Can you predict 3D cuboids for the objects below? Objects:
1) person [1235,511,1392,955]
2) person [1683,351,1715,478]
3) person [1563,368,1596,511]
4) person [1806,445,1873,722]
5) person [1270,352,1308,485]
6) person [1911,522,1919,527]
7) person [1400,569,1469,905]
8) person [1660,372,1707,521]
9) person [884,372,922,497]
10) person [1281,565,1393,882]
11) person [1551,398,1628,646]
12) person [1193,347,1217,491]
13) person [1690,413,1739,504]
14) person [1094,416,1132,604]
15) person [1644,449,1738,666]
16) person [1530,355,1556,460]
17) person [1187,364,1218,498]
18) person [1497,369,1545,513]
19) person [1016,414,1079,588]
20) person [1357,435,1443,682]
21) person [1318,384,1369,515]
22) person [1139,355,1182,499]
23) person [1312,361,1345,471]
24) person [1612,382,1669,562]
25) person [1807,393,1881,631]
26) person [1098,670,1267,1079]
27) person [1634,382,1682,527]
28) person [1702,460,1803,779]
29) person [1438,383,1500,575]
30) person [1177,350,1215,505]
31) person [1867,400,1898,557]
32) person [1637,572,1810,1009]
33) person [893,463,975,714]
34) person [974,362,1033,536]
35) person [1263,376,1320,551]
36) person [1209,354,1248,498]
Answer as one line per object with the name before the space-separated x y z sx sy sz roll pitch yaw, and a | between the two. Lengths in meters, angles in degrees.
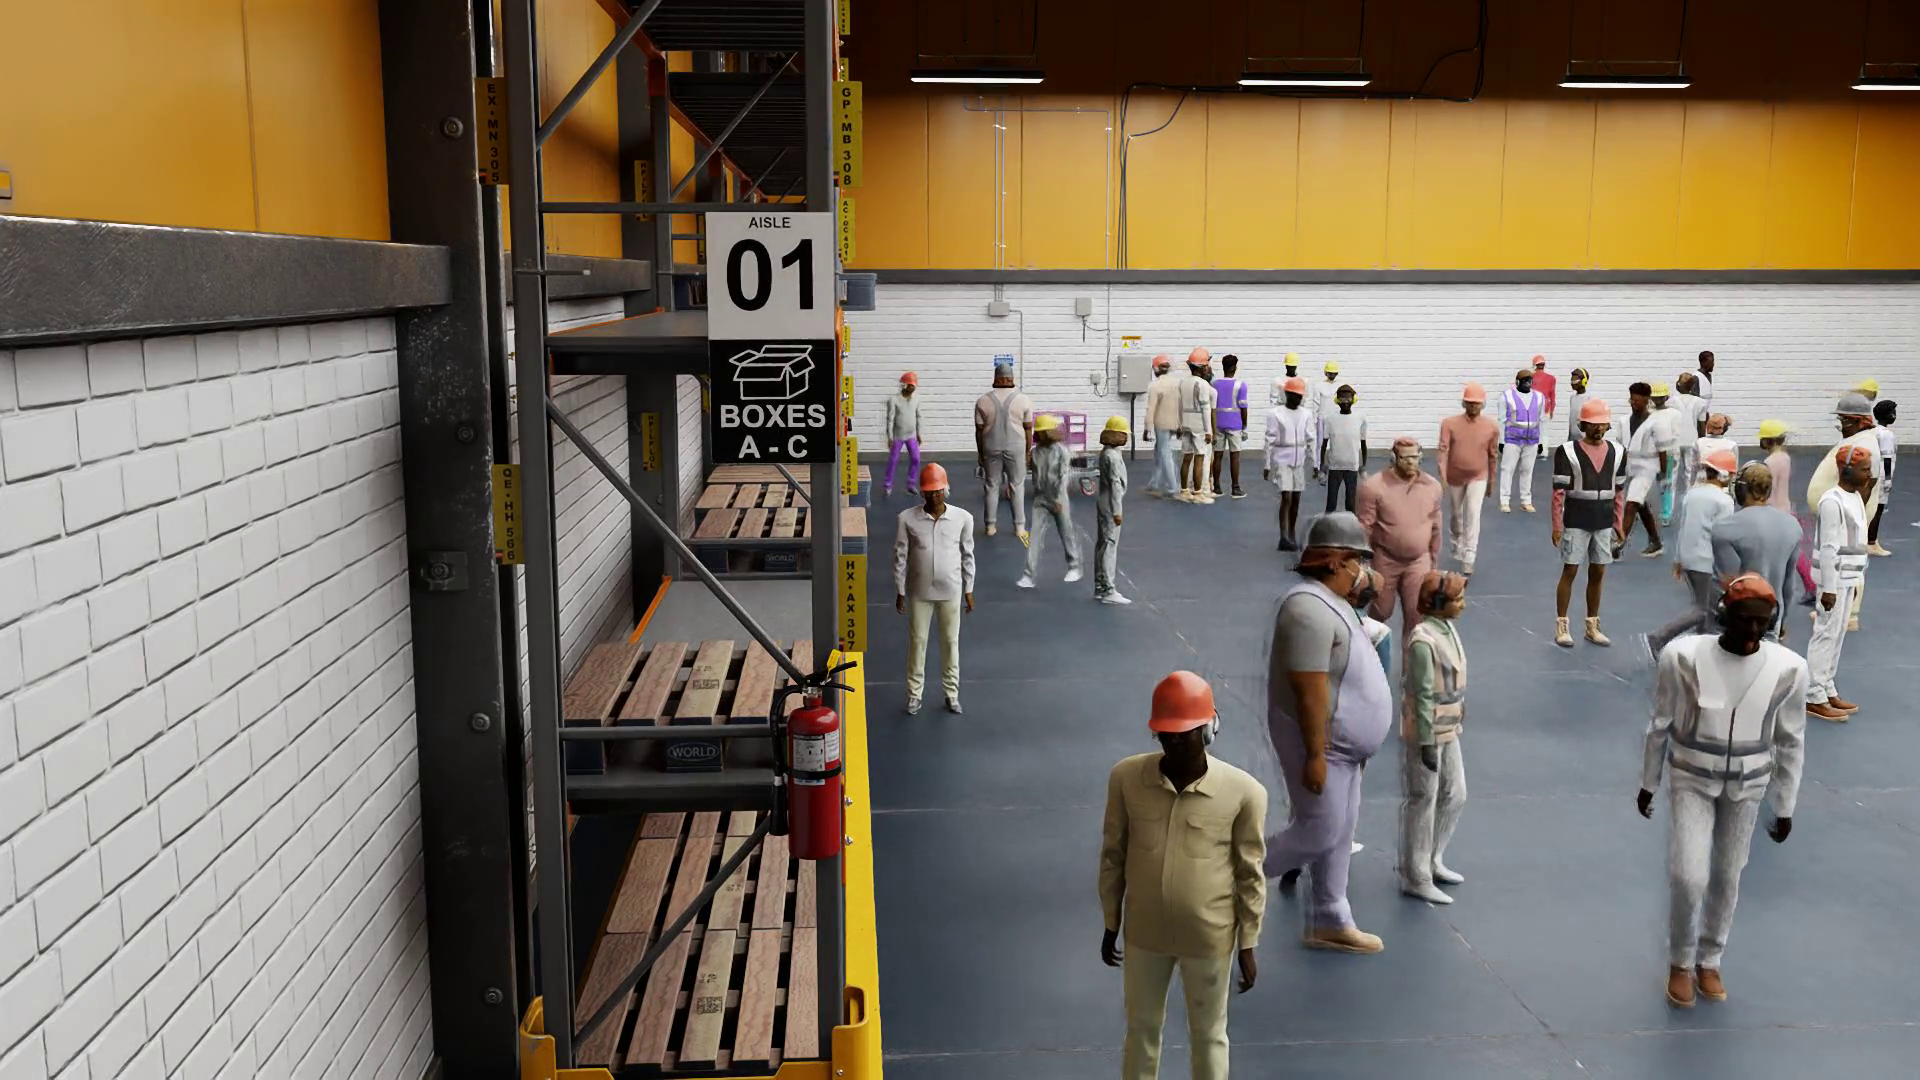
person | 1.548 0.845 7.412 0.729 2.000 0.704 3 10 21
person | 11.026 -1.866 24.814 0.396 1.919 0.590 9 12 43
person | 7.891 -1.254 21.177 0.330 1.861 0.500 -2 9 -14
person | 6.027 0.286 11.404 0.340 1.883 0.585 8 12 41
person | 4.780 -1.760 24.128 0.594 1.922 0.375 -2 9 -14
person | 11.836 -0.923 19.833 0.506 1.611 0.669 -7 12 -38
person | 2.304 0.951 8.046 0.353 1.633 0.521 6 11 31
person | 8.898 -1.142 20.494 0.514 1.846 0.336 2 9 13
person | -0.778 -1.442 22.796 0.592 1.715 0.546 -7 12 -38
person | 1.864 0.916 8.389 0.553 1.609 0.830 5 10 30
person | 5.143 -0.140 13.584 0.615 2.041 0.376 -1 9 -4
person | 3.363 -1.674 23.263 0.410 2.035 0.614 5 10 29
person | 7.704 -0.482 17.033 0.312 1.632 0.514 -6 11 -33
person | 1.426 -0.285 15.452 0.313 1.738 0.483 -1 9 -6
person | 5.612 0.162 12.710 0.690 1.719 0.566 -1 9 -7
person | 9.443 -2.160 27.226 0.571 1.739 0.376 -1 9 -8
person | 3.296 -1.477 22.652 0.349 1.837 0.502 -8 12 -41
person | 7.173 -1.262 21.263 0.627 1.844 0.429 -1 9 -4
person | 0.884 -0.384 16.233 0.492 1.691 0.930 5 10 30
person | 3.249 0.132 12.437 0.682 1.876 0.784 0 9 -1
person | 4.154 -0.755 18.013 0.535 1.863 0.309 2 9 12
person | 2.678 -1.541 22.669 0.846 1.942 0.653 8 12 42
person | 5.556 -1.815 24.993 0.527 1.762 0.340 -1 9 -5
person | 7.202 -0.728 17.688 1.030 1.914 0.614 -4 10 -23
person | 7.567 -0.249 14.282 0.536 2.000 0.672 3 10 19
person | 0.722 1.288 5.525 0.561 1.753 0.331 4 10 21
person | 8.430 -1.036 20.119 0.522 1.758 0.349 7 12 38
person | 4.710 0.492 9.947 0.635 1.937 0.354 -3 10 -20
person | 5.257 -0.665 17.220 0.592 1.950 1.050 3 10 19
person | 3.130 -1.488 22.039 0.365 2.048 0.607 -5 10 -30
person | 9.940 -0.673 18.007 0.316 1.698 0.541 1 9 4
person | 3.129 1.030 6.850 0.596 1.847 0.591 2 9 12
person | -0.176 0.337 11.499 0.574 1.749 0.333 -1 9 -4
person | 0.522 -1.065 19.405 0.680 2.000 0.536 2 9 10
person | 3.694 -0.825 18.268 0.575 1.927 0.618 -4 10 -22
person | 3.650 -1.551 22.683 0.602 1.967 0.370 6 11 33
